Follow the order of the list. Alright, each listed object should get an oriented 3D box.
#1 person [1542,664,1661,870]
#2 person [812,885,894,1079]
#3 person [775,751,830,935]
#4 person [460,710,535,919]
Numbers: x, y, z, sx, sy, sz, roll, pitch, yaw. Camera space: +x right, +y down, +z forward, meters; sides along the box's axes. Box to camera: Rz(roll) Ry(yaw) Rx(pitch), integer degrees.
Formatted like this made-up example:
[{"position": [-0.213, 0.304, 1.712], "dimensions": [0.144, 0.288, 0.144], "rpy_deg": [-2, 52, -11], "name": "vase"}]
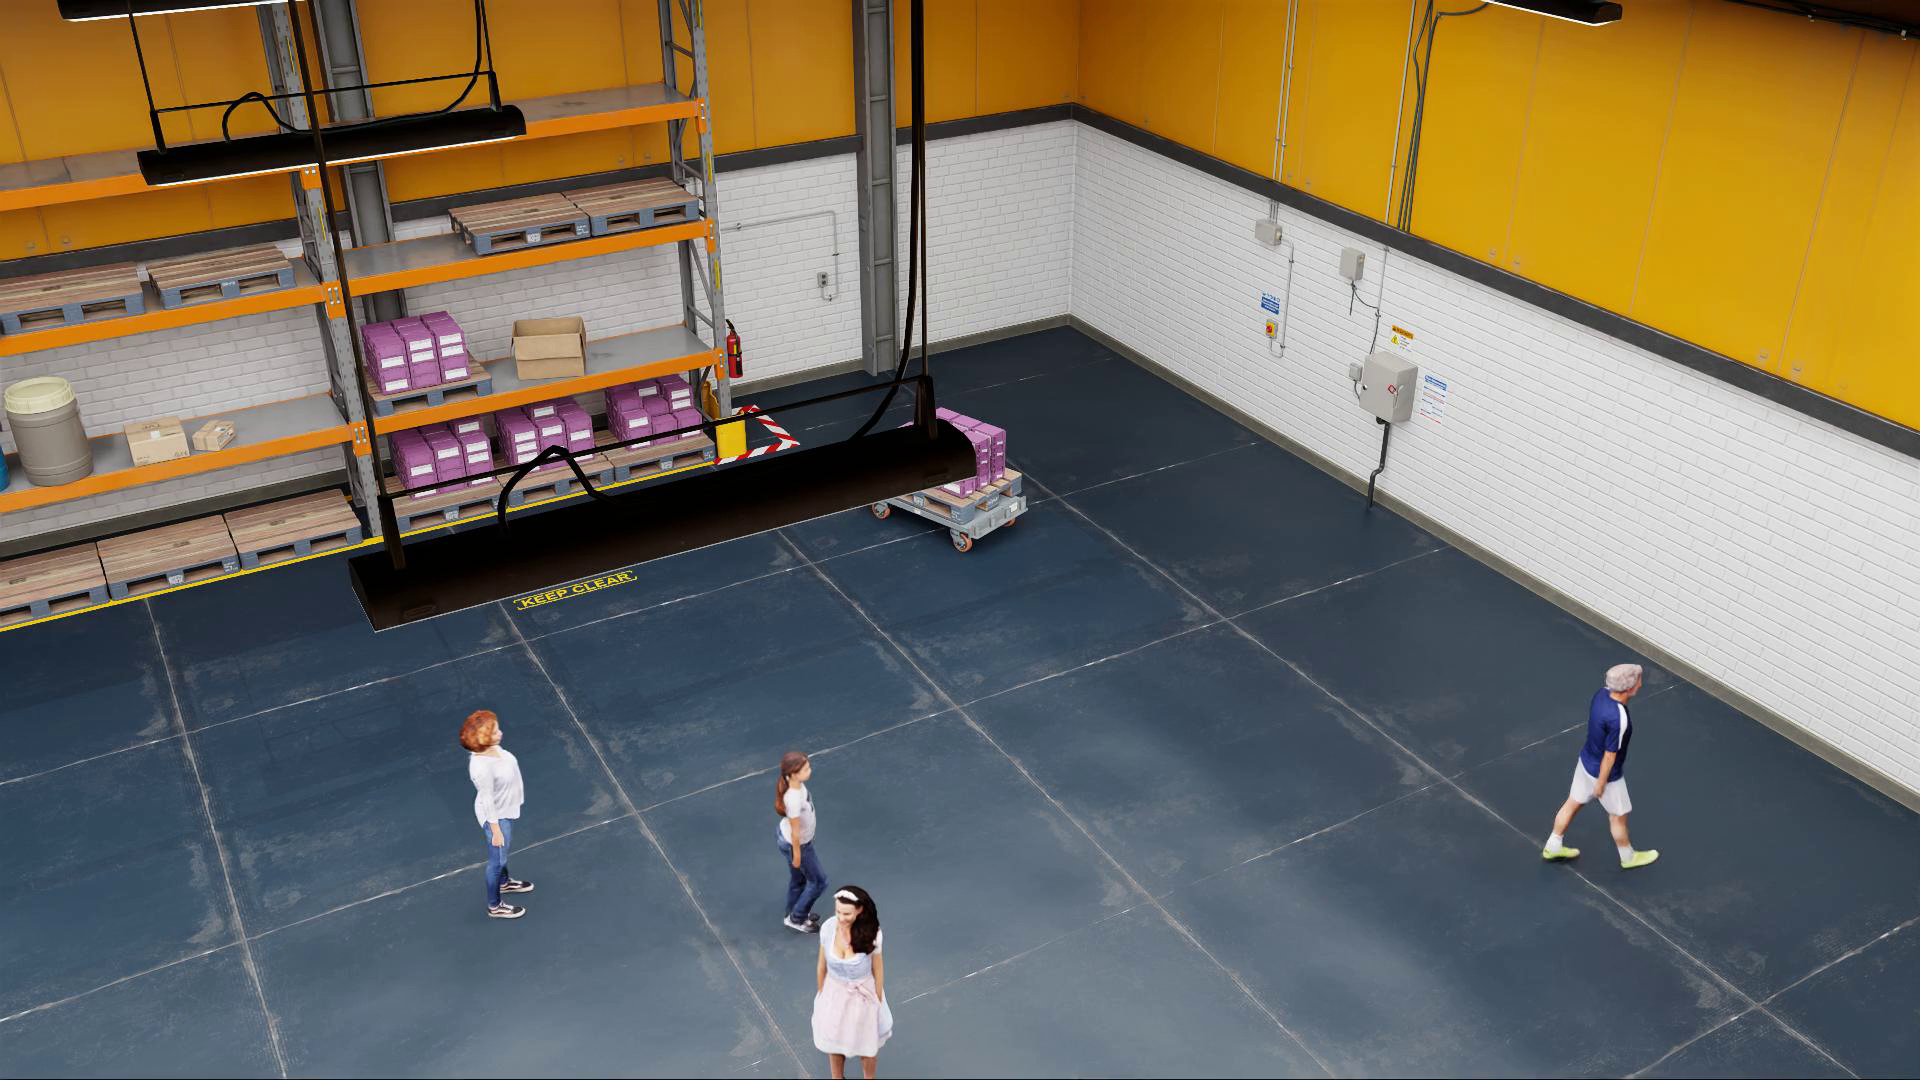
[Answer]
[{"position": [4.733, 1.709, 12.476], "dimensions": [1.151, 1.802, 0.940], "rpy_deg": [-2, 29, -3], "name": "person"}, {"position": [-0.671, 2.864, 10.342], "dimensions": [0.854, 1.818, 0.916], "rpy_deg": [7, 29, 12], "name": "person"}, {"position": [-1.228, 2.161, 11.907], "dimensions": [0.652, 1.554, 0.611], "rpy_deg": [-6, 29, -10], "name": "person"}, {"position": [-3.397, 1.966, 12.105], "dimensions": [0.725, 1.707, 0.717], "rpy_deg": [-3, 29, -5], "name": "person"}]
